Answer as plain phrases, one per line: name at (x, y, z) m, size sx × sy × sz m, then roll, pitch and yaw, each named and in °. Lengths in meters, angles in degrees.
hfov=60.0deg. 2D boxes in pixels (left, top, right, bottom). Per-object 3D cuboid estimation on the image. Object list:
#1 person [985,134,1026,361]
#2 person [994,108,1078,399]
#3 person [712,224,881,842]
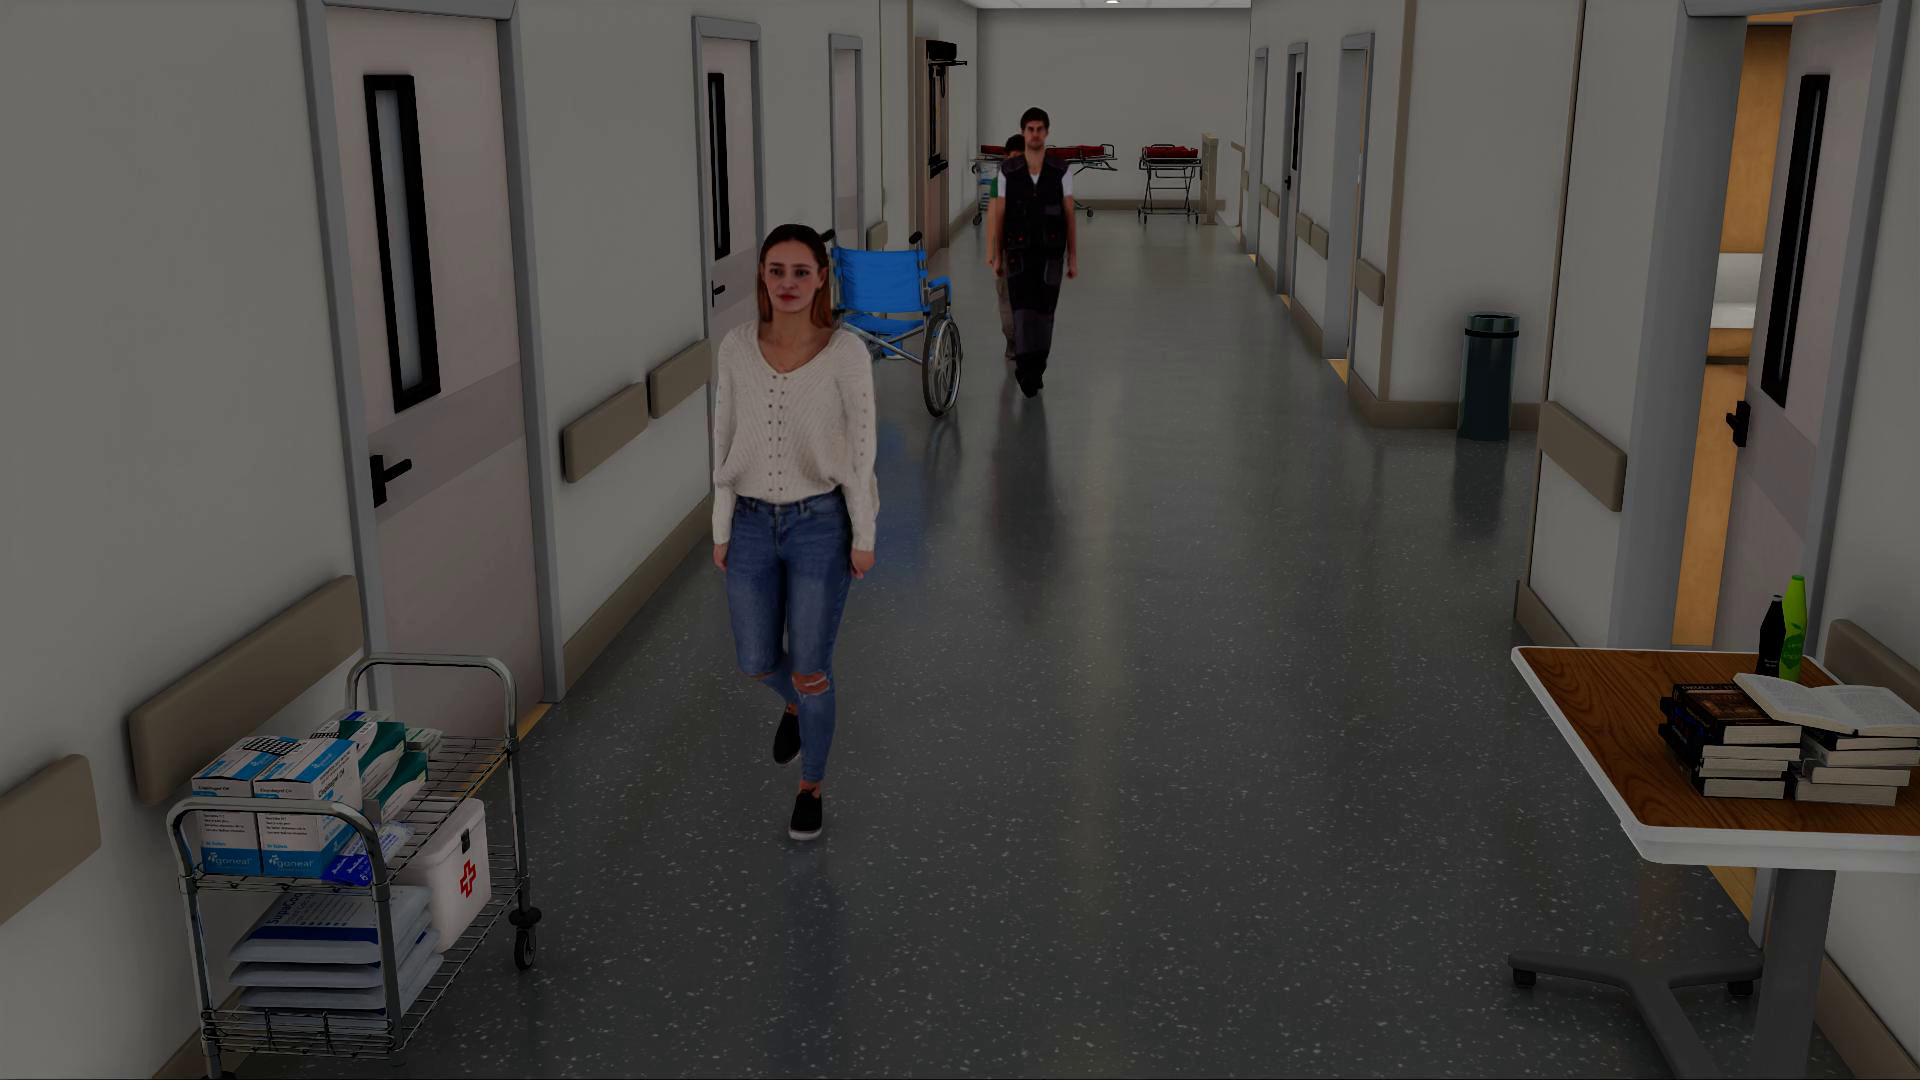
person at (0.392, -2.099, 12.085) m, size 0.619 × 1.619 × 0.991 m, roll 1°, pitch 16°, yaw 2°
person at (0.482, -1.844, 10.825) m, size 0.796 × 1.811 × 1.166 m, roll -1°, pitch 16°, yaw -4°
person at (-0.453, -0.023, 4.614) m, size 0.639 × 1.678 × 0.766 m, roll 2°, pitch 16°, yaw 8°
